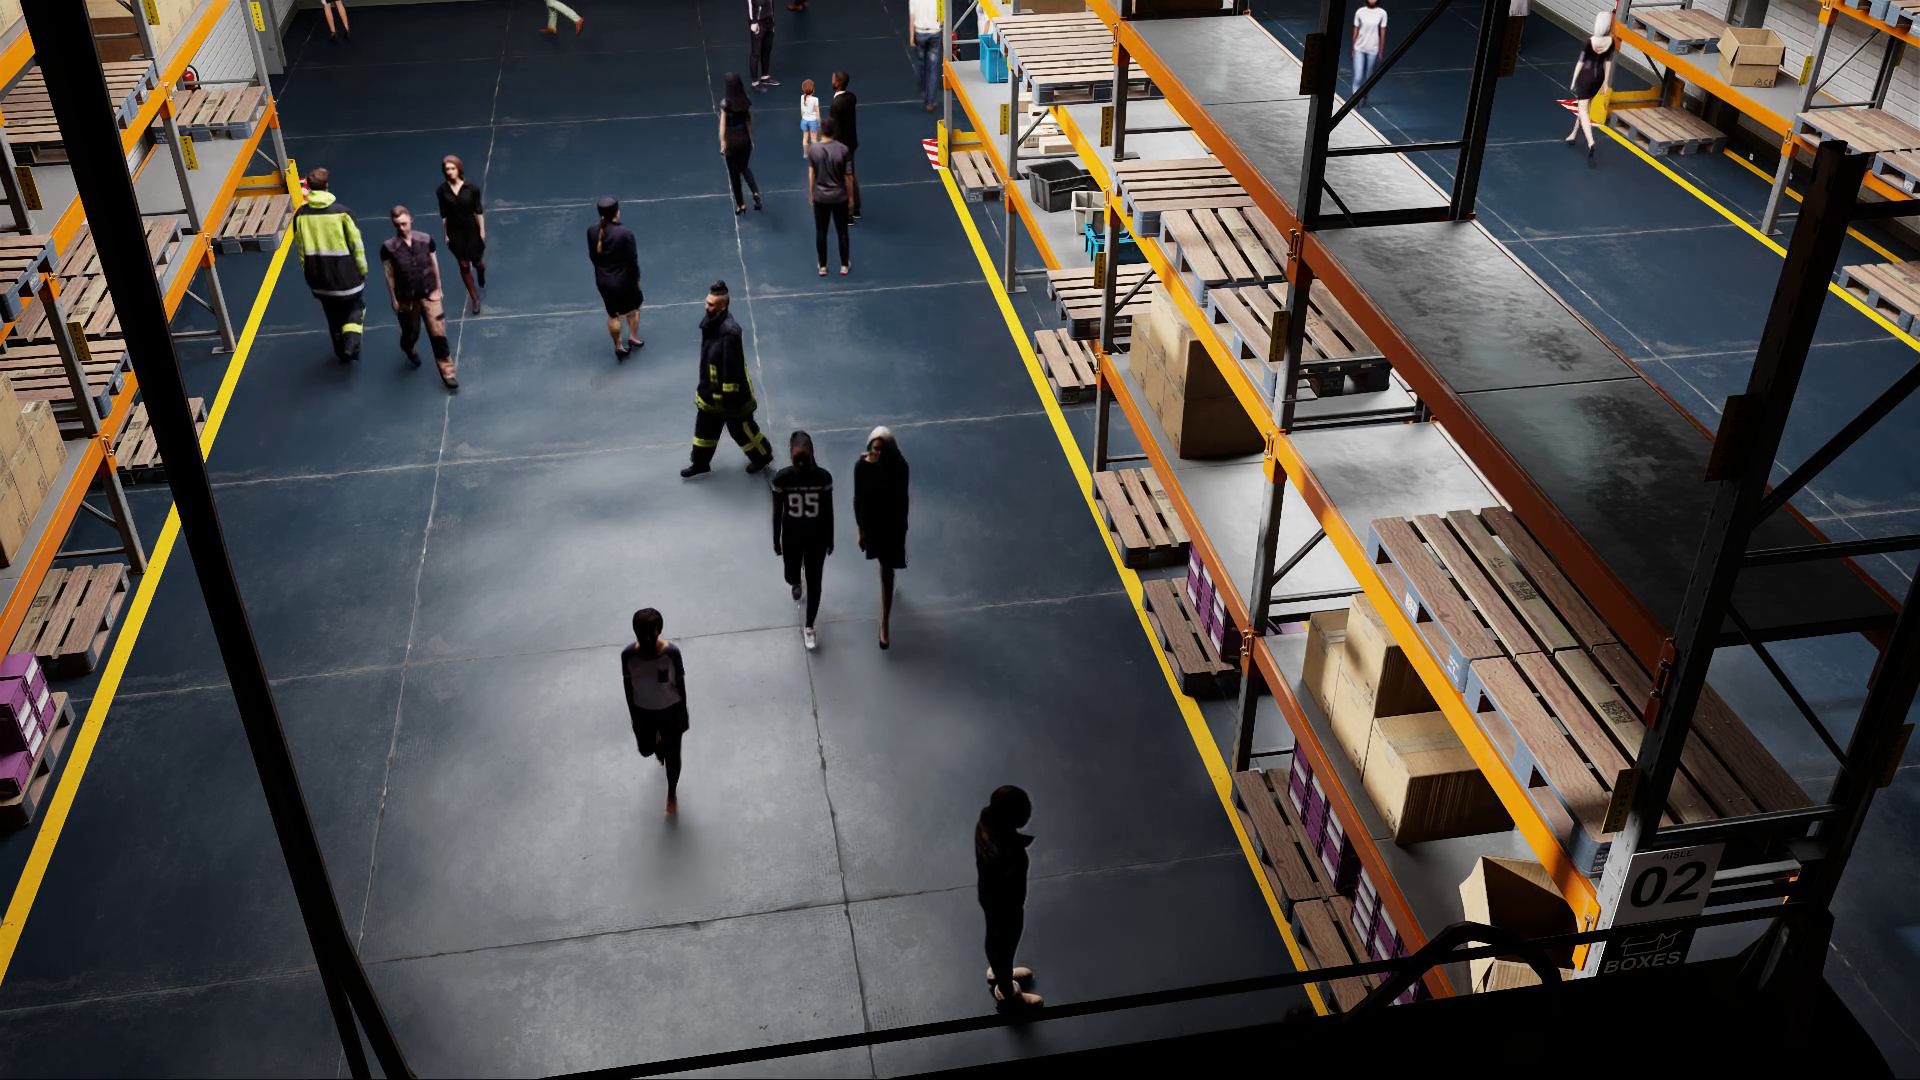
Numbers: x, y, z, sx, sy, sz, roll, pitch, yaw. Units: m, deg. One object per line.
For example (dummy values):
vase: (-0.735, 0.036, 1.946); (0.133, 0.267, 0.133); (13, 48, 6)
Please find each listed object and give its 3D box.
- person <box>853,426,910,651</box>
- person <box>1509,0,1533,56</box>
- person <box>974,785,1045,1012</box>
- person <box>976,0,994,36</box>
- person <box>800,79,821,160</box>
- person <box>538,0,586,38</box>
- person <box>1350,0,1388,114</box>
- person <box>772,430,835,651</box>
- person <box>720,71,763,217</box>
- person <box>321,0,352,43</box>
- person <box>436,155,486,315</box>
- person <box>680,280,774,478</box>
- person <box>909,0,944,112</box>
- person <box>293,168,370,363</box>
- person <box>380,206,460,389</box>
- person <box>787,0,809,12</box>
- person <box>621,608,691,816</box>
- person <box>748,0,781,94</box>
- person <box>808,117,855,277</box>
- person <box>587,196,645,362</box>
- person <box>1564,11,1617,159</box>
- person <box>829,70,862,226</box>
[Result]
person: (-0.604, -0.125, 12.680); (0.784, 1.686, 1.232); (2, 34, 3)
person: (8.230, -7.998, 24.594); (0.681, 1.609, 0.707); (1, 34, 1)
person: (0.225, 2.049, 9.432); (0.665, 1.661, 0.600); (8, 34, 12)
person: (0.385, -6.975, 22.928); (0.671, 1.751, 0.524); (3, 34, 4)
person: (-1.913, -5.347, 21.140); (0.483, 1.017, 0.537); (19, 38, 26)
person: (-6.117, -8.530, 25.176); (0.975, 1.851, 1.112); (6, 34, 9)
person: (5.472, -6.571, 22.370); (0.883, 1.695, 1.131); (8, 35, 12)
person: (-1.178, -0.055, 12.551); (0.635, 1.712, 0.951); (-4, 34, -5)
person: (-2.532, -4.555, 19.309); (0.733, 1.725, 0.820); (-24, 40, -31)
person: (-9.545, -8.429, 25.065); (0.701, 1.805, 0.732); (-27, 42, -34)
person: (-5.158, -3.205, 17.306); (0.583, 1.694, 0.733); (-5, 34, -8)
person: (-1.968, -1.375, 14.436); (1.065, 1.823, 1.123); (-18, 38, -25)
person: (-0.447, -6.737, 22.510); (0.852, 1.817, 1.200); (2, 34, 3)
person: (-6.104, -2.585, 16.139); (0.847, 1.954, 0.911); (-4, 34, -5)
person: (-5.239, -2.375, 15.957); (0.905, 1.805, 1.203); (-17, 37, -24)
person: (-2.622, -9.362, 26.541); (0.759, 1.726, 0.678); (17, 37, 24)
person: (-1.993, 1.066, 11.011); (0.622, 1.551, 0.841); (-1, 34, -2)
person: (-2.785, -7.232, 23.237); (0.821, 1.836, 0.729); (16, 37, 22)
person: (-1.420, -3.709, 17.999); (0.678, 1.766, 0.634); (0, 34, 1)
person: (-3.404, -2.511, 16.291); (0.851, 1.662, 0.864); (10, 35, 14)
person: (7.986, -5.699, 20.966); (0.626, 1.797, 1.142); (-5, 34, -7)
person: (-1.338, -4.537, 19.215); (0.800, 1.800, 0.693); (13, 36, 19)
